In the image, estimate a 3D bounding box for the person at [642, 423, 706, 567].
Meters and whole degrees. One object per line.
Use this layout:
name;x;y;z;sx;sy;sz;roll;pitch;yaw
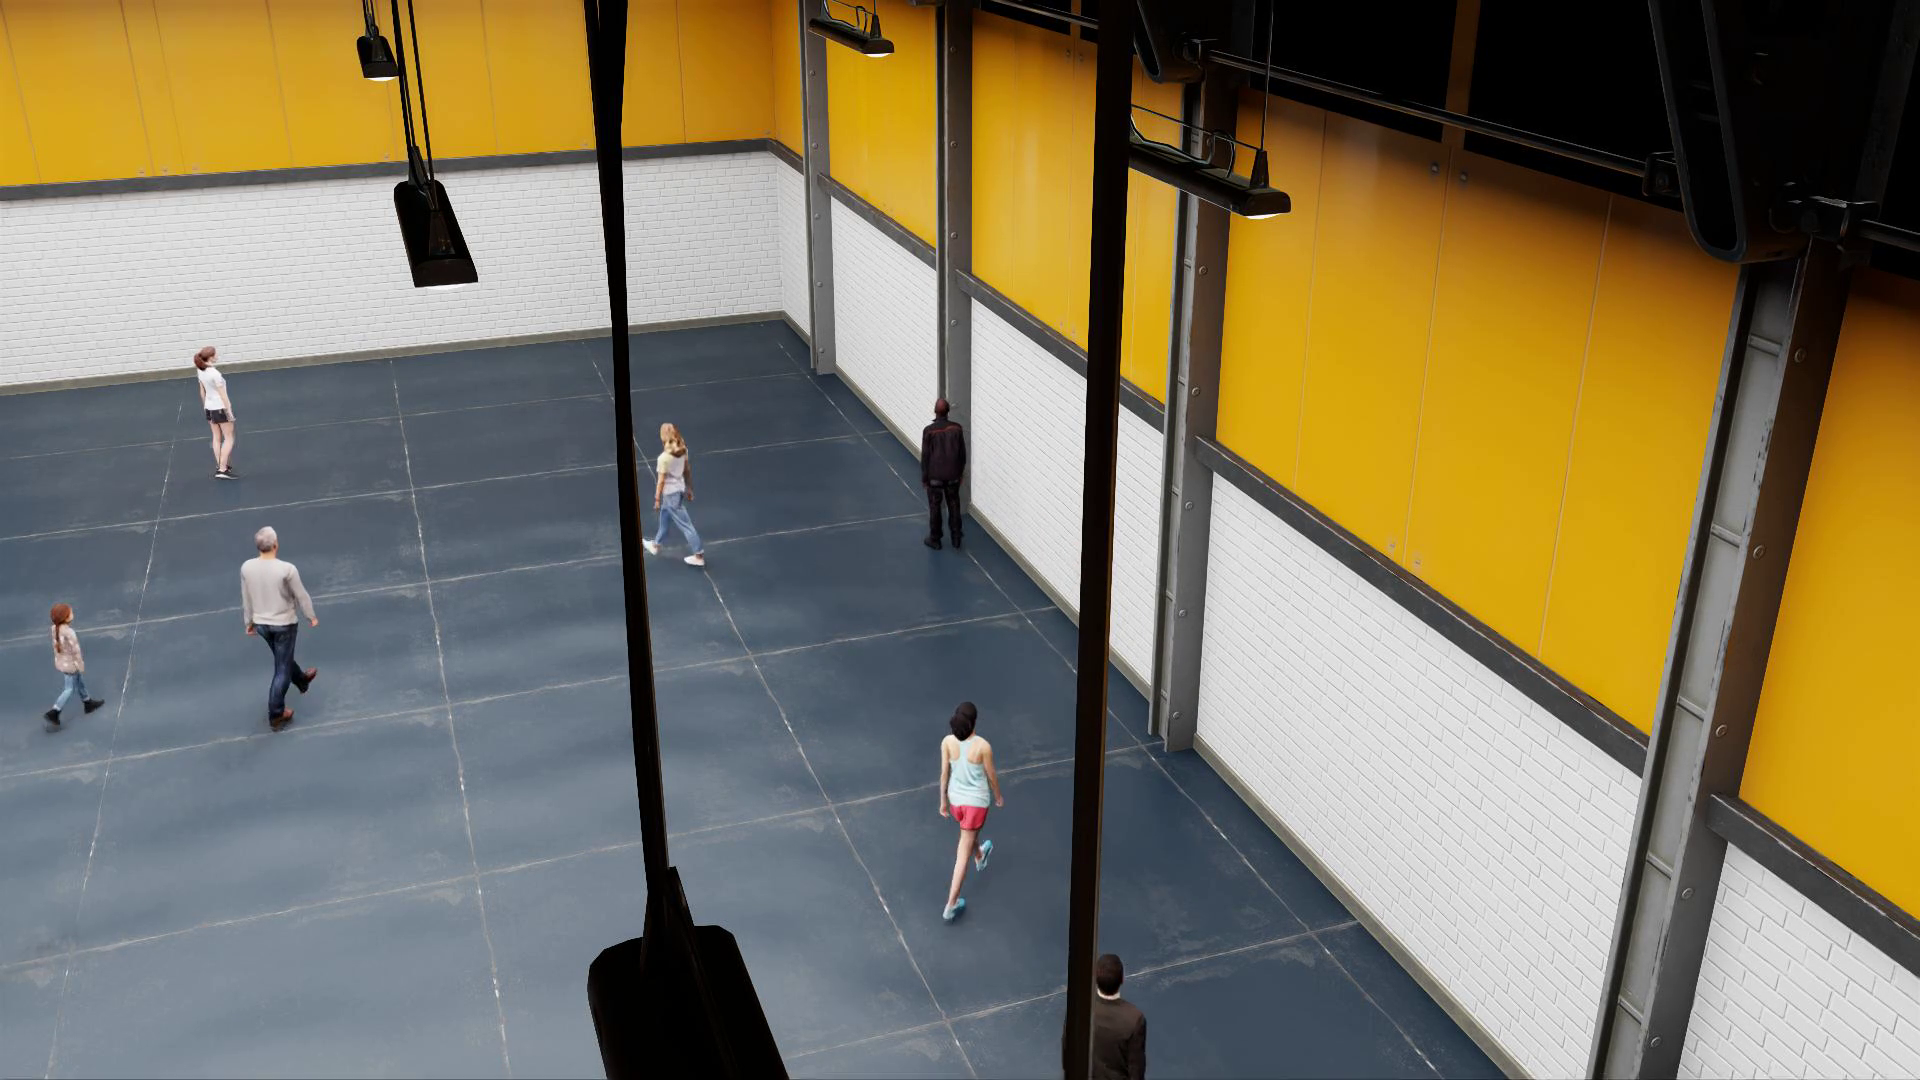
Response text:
person;-3.156;-0.460;18.800;1.171;1.670;1.104;10;26;22

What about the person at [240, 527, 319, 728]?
person;-6.426;0.851;15.569;1.160;1.856;1.349;4;24;10

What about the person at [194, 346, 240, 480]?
person;-9.561;-1.645;21.414;0.760;1.747;0.824;10;26;22

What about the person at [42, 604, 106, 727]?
person;-8.441;1.184;15.655;0.835;1.175;0.840;15;28;31

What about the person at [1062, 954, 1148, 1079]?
person;0.843;3.335;10.008;1.112;1.758;1.263;6;24;14

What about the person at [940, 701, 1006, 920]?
person;0.038;2.110;12.869;1.142;1.711;1.173;12;26;25

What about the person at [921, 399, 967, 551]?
person;-0.198;-0.774;19.325;0.704;1.824;0.602;-7;25;-15
